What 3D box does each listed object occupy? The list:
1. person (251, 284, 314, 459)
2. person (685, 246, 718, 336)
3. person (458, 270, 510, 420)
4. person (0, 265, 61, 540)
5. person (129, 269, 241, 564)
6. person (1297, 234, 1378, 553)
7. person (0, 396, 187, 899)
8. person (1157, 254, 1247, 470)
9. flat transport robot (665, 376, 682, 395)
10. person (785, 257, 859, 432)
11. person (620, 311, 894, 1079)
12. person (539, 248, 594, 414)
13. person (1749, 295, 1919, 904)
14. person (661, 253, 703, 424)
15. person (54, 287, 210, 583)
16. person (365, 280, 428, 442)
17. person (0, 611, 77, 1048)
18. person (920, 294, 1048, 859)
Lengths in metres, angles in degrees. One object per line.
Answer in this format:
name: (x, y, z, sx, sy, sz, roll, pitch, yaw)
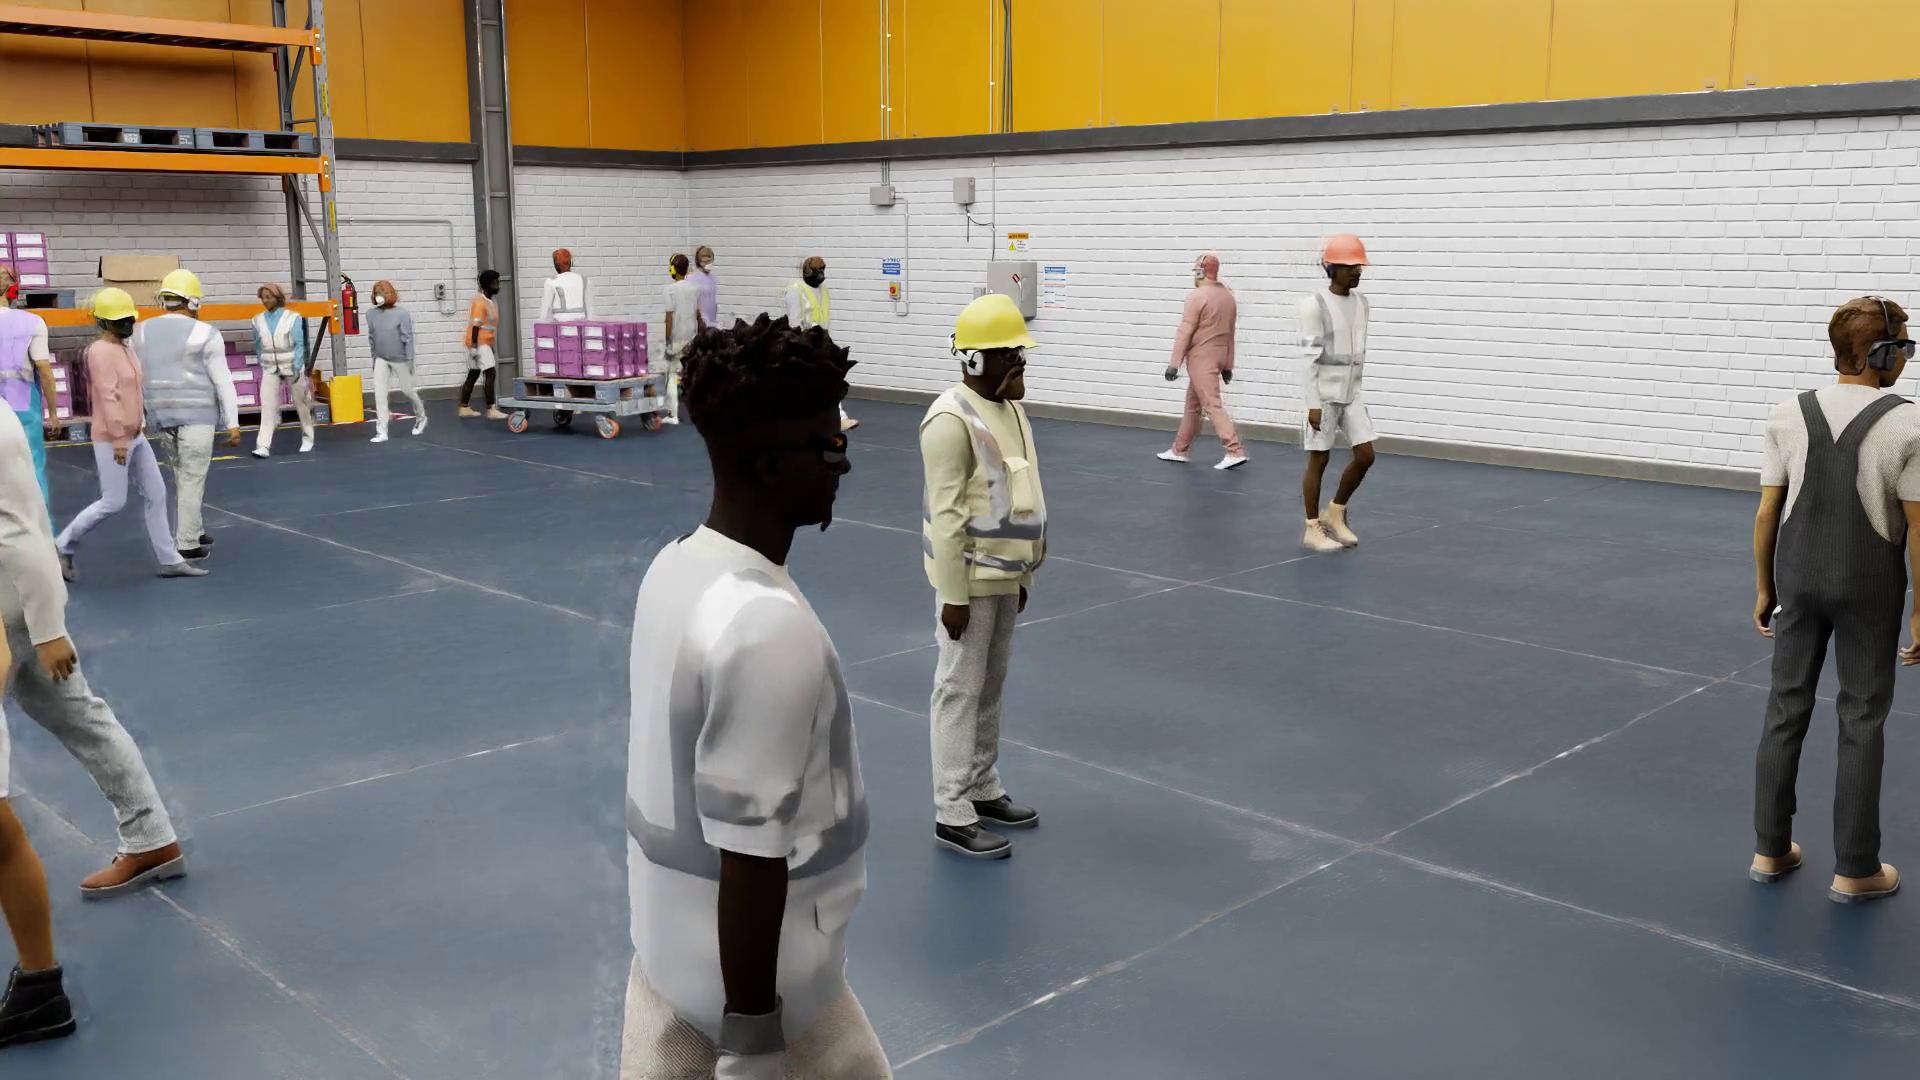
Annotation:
person: (-6.237, -1.556, 15.284, 0.509, 1.584, 0.908, 0, 10, 2)
person: (-2.919, -2.418, 19.117, 0.482, 1.905, 0.637, 4, 11, 21)
person: (-5.302, -2.140, 18.309, 0.610, 1.644, 0.540, -1, 10, -4)
person: (-5.939, -0.787, 10.375, 0.570, 1.840, 0.373, -2, 11, -10)
person: (-4.788, -0.774, 10.396, 0.615, 1.802, 0.720, 1, 10, 7)
person: (2.386, -0.914, 10.567, 0.609, 2.027, 0.456, -6, 12, -30)
person: (-2.853, 0.214, 4.835, 1.076, 1.869, 0.641, -7, 13, -35)
person: (2.148, -1.554, 14.524, 0.982, 1.865, 0.647, 8, 13, 37)
flat transport robot: (-3.844, -1.899, 20.727, 0.652, 0.197, 1.431, 7, 13, 33)
person: (-1.489, -1.977, 16.997, 0.913, 1.794, 0.641, 8, 13, 37)
person: (-0.341, 0.609, 2.574, 0.994, 1.920, 0.619, -5, 11, -24)
person: (-4.512, -2.377, 18.968, 0.583, 1.868, 0.603, 10, 14, 43)
person: (2.692, 0.183, 5.083, 0.327, 1.841, 0.514, -9, 14, -41)
person: (-2.901, -2.113, 17.637, 0.525, 1.841, 0.849, -10, 15, -44)
person: (-4.886, -0.593, 9.604, 0.776, 1.732, 0.525, -1, 10, -6)
person: (-5.620, -1.799, 16.582, 0.507, 1.597, 0.837, 2, 11, 12)
person: (-2.586, 0.355, 3.963, 0.775, 1.905, 0.541, -3, 11, -18)
person: (0.088, 0.110, 5.510, 0.404, 1.834, 0.591, 4, 11, 23)
